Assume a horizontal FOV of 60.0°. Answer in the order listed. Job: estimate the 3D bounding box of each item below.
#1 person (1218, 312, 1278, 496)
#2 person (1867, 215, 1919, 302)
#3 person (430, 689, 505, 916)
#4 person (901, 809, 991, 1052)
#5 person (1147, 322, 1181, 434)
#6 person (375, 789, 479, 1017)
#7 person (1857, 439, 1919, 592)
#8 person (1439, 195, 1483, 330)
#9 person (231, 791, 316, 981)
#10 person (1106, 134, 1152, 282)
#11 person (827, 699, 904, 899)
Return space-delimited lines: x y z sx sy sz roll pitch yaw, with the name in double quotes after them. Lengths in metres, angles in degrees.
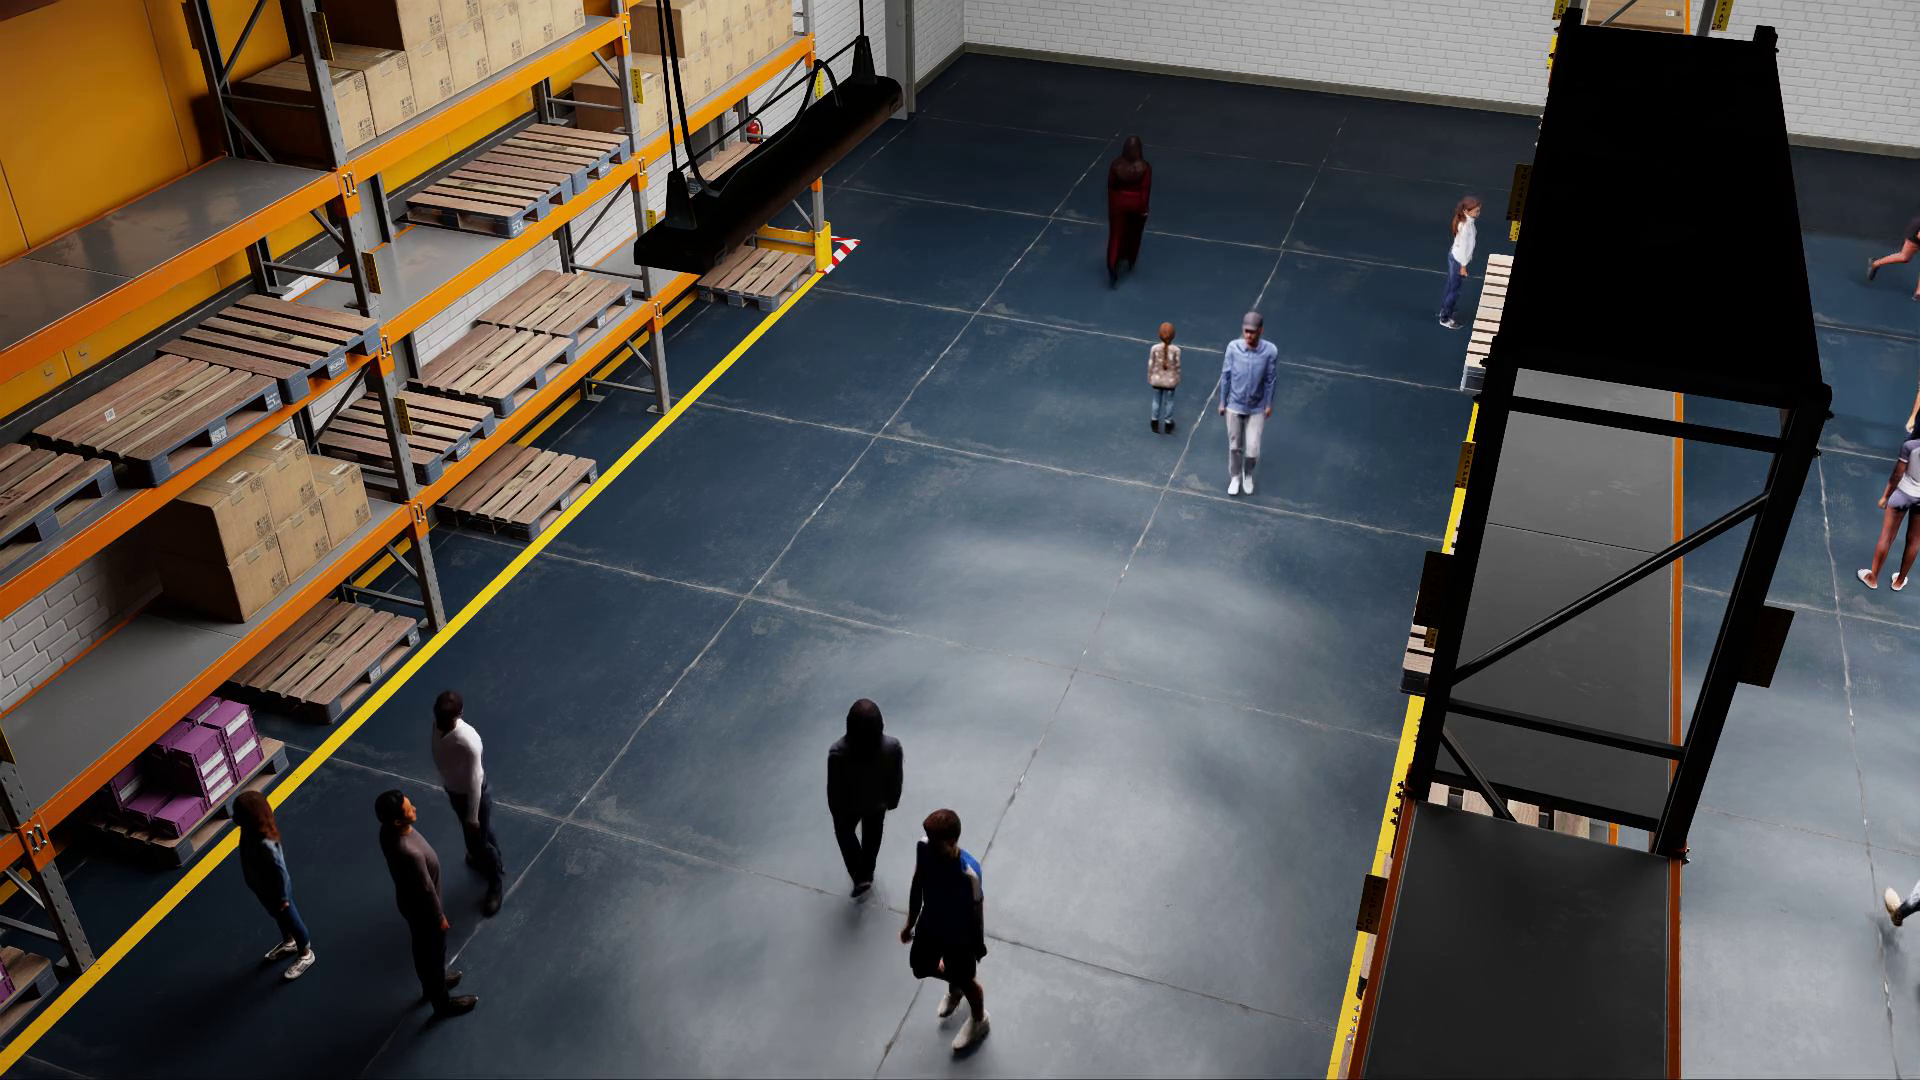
2.693 -1.304 15.547 0.681 1.877 0.643 8 34 12 "person"
11.031 -3.589 19.130 1.058 1.717 1.090 -17 37 -24 "person"
-3.283 1.661 11.116 0.830 1.844 0.875 -16 37 -22 "person"
-0.020 2.304 10.149 0.800 1.843 0.855 22 40 30 "person"
2.043 -1.618 16.638 0.488 1.192 0.491 9 35 14 "person"
-3.356 2.238 10.316 0.727 1.769 0.712 15 36 21 "person"
8.143 -0.342 14.240 0.635 1.722 0.574 7 34 11 "person"
5.589 -3.171 18.651 0.712 1.550 0.459 1 34 2 "person"
-4.411 2.183 10.662 0.635 1.477 0.629 29 43 36 "person"
1.959 -3.866 19.530 0.736 1.735 1.073 7 34 11 "person"
-0.639 1.772 11.183 0.897 1.584 0.969 -10 35 -15 "person"
